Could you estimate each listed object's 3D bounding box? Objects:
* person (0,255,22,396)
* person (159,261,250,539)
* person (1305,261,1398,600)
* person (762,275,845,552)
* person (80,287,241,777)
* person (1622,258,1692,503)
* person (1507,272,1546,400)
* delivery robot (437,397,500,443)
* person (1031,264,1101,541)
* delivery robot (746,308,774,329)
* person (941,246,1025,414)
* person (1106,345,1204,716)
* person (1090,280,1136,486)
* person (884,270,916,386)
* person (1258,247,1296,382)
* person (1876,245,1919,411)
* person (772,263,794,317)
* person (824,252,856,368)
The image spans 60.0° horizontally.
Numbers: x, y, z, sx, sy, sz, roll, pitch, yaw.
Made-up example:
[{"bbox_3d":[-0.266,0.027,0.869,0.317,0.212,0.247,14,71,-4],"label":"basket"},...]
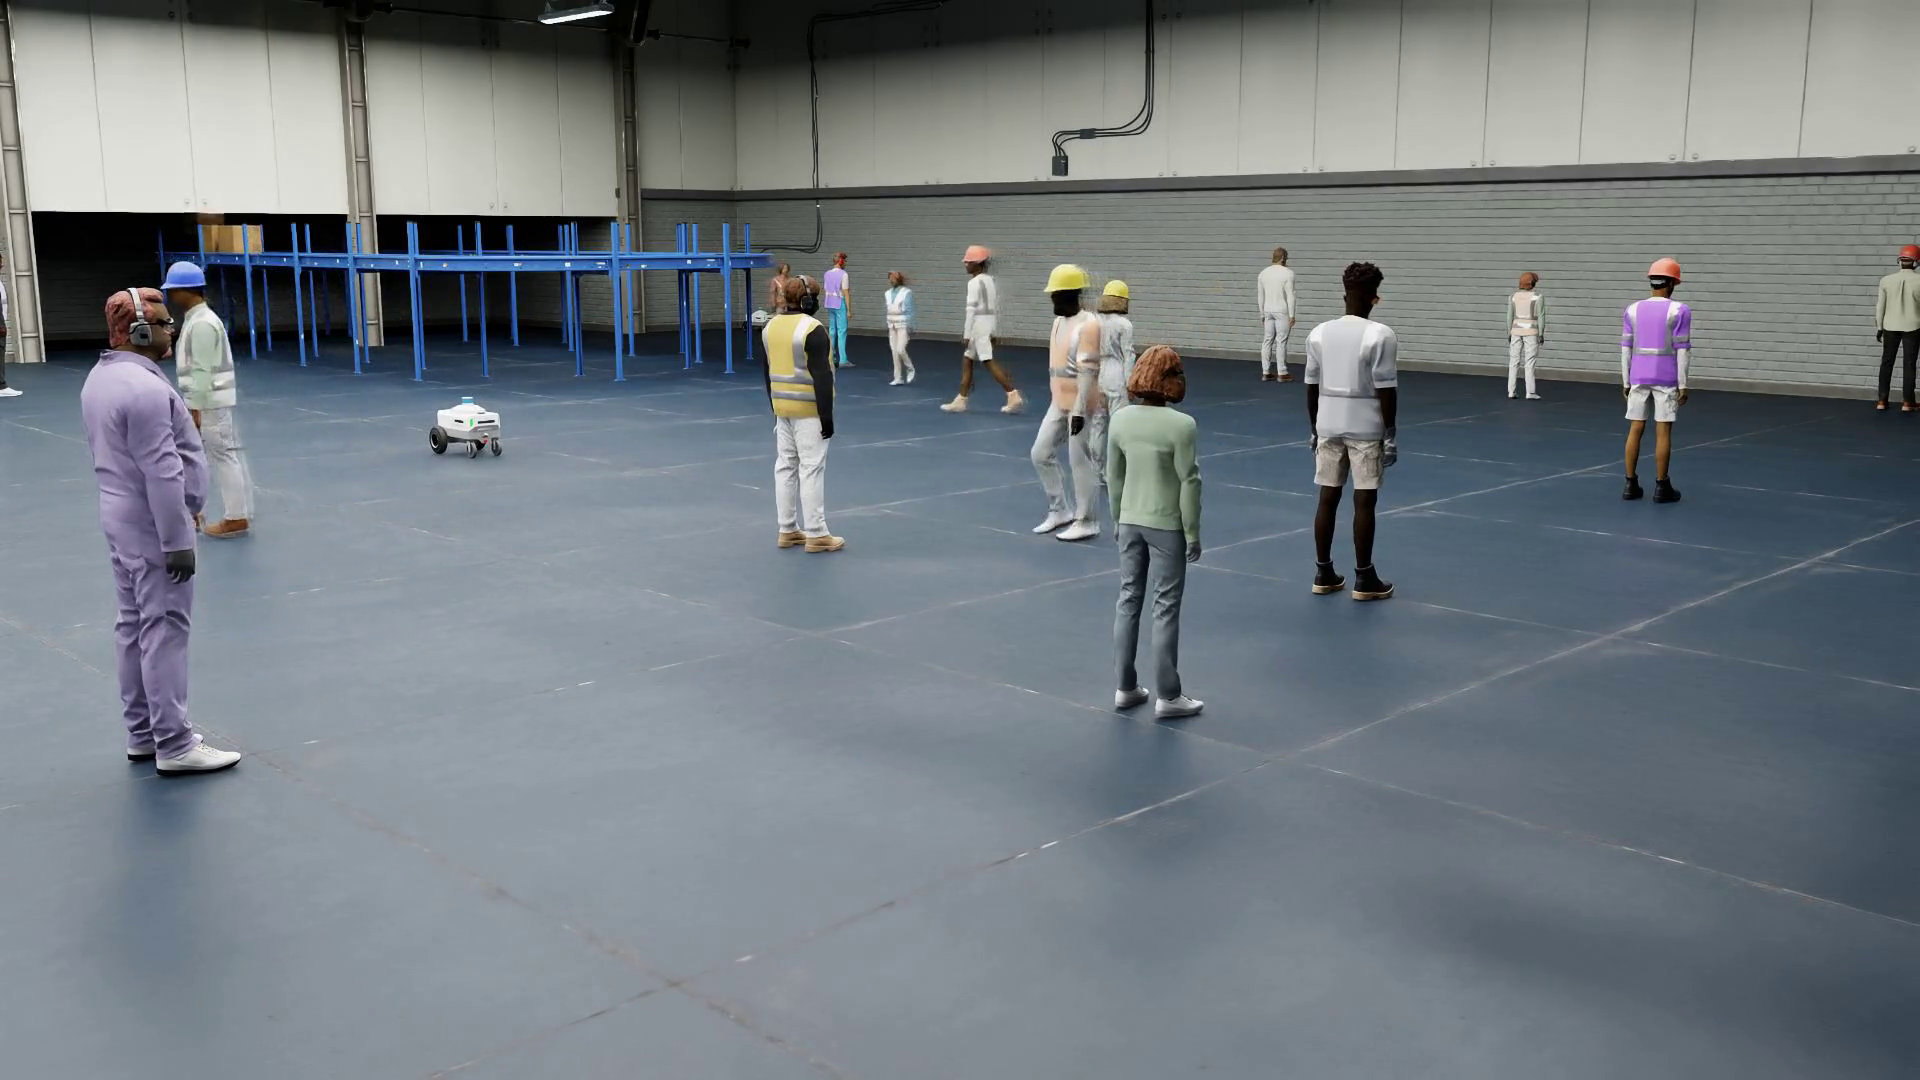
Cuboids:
[{"bbox_3d":[-12.789,-2.870,22.027,0.393,1.915,0.589,-10,14,-43],"label":"person"},{"bbox_3d":[-5.357,-0.951,11.517,0.754,1.921,0.646,-6,12,-30],"label":"person"},{"bbox_3d":[2.304,-0.641,9.747,0.371,1.959,0.602,-10,14,-43],"label":"person"},{"bbox_3d":[-1.053,-0.855,11.237,0.429,1.844,0.623,-10,14,-43],"label":"person"},{"bbox_3d":[-3.175,-0.035,6.585,0.409,1.909,0.639,-10,14,-43],"label":"person"},{"bbox_3d":[5.573,-1.280,13.314,0.368,1.929,0.542,-10,14,-43],"label":"person"},{"bbox_3d":[7.303,-2.633,21.481,0.308,1.641,0.511,-10,14,-43],"label":"person"},{"bbox_3d":[-4.791,-1.150,16.215,0.477,0.478,0.707,-10,14,-44],"label":"delivery robot"},{"bbox_3d":[0.735,-0.940,11.510,0.522,1.911,0.599,-5,12,-27],"label":"person"},{"bbox_3d":[-4.325,-4.798,36.109,0.477,0.478,0.707,-10,14,-44],"label":"delivery robot"},{"bbox_3d":[0.303,-2.494,19.782,1.034,2.000,0.616,3,11,16],"label":"person"},{"bbox_3d":[0.865,-0.042,7.371,0.283,1.633,0.497,-10,14,-43],"label":"person"},{"bbox_3d":[1.292,-1.307,13.989,0.305,1.737,0.484,-10,14,-43],"label":"person"},{"bbox_3d":[-0.866,-2.982,23.409,0.537,1.622,0.364,9,14,40],"label":"person"},{"bbox_3d":[4.622,-3.281,24.213,0.373,1.935,0.628,-10,14,-43],"label":"person"},{"bbox_3d":[11.468,-2.580,20.221,0.377,1.995,0.608,-10,14,-43],"label":"person"},{"bbox_3d":[-3.223,-4.305,30.708,0.545,1.587,0.860,-5,12,-27],"label":"person"},{"bbox_3d":[-1.957,-3.680,26.646,0.390,1.838,0.564,-10,14,-43],"label":"person"}]
